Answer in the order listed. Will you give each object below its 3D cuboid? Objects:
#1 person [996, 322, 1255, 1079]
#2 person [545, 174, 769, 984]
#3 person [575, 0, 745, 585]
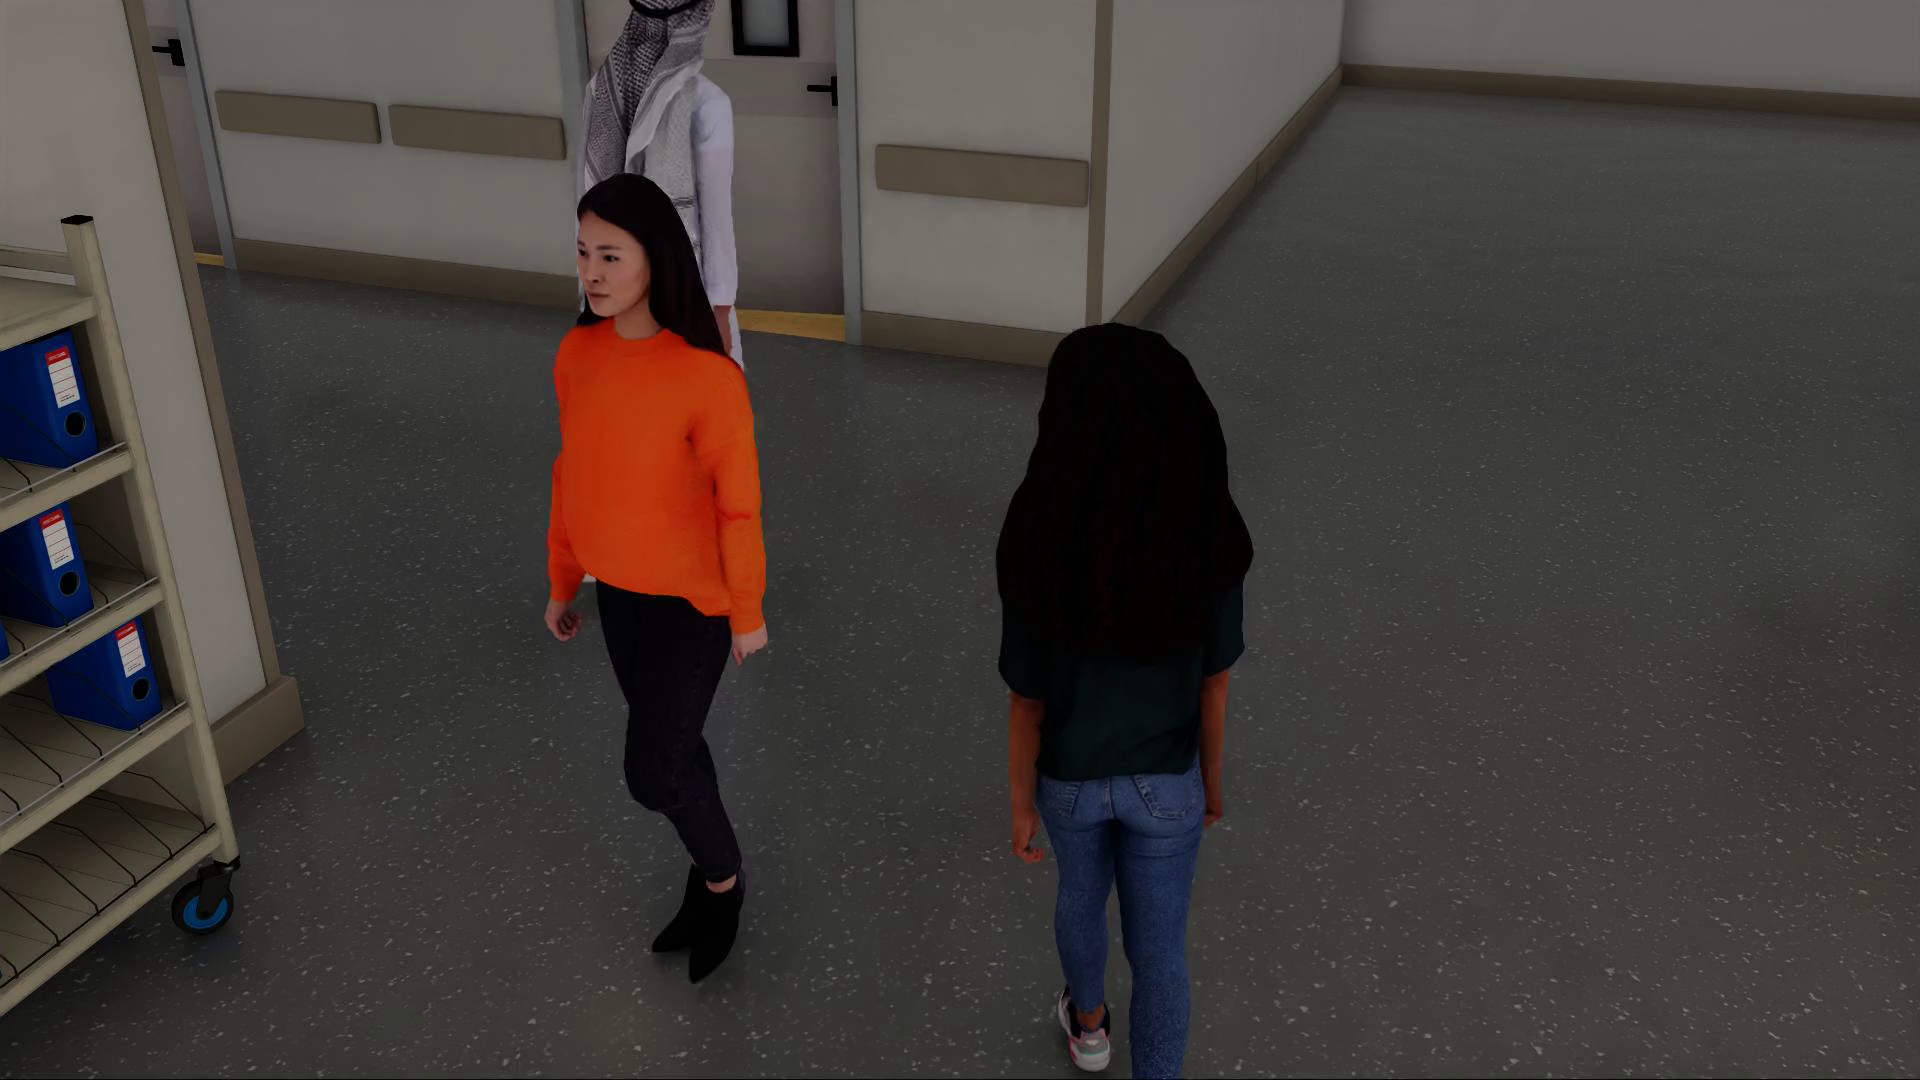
[{"bbox_3d":[0.280,0.451,2.866,0.810,1.586,1.105,1,26,1],"label":"person"},{"bbox_3d":[-0.541,0.093,3.432,0.701,1.738,0.700,20,32,36],"label":"person"},{"bbox_3d":[-0.907,-0.682,4.858,0.778,1.897,0.893,10,28,20],"label":"person"}]
